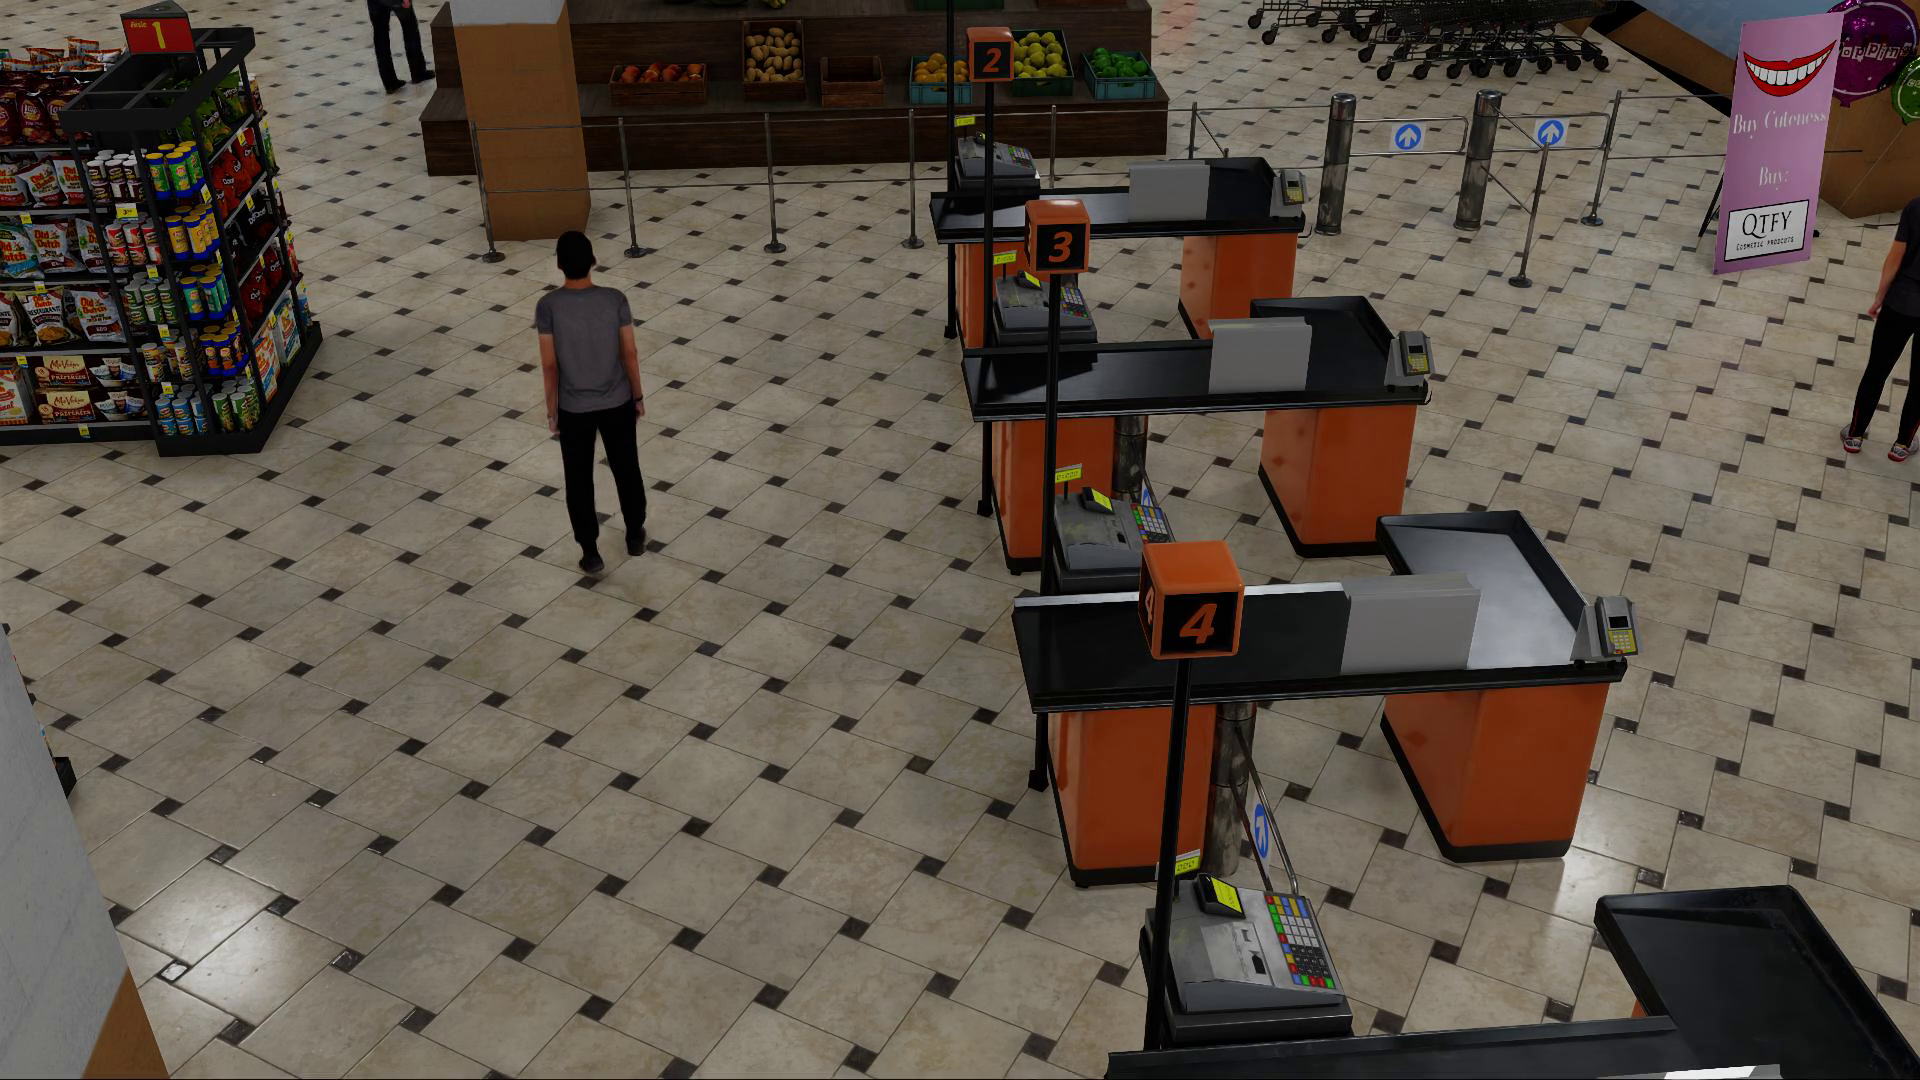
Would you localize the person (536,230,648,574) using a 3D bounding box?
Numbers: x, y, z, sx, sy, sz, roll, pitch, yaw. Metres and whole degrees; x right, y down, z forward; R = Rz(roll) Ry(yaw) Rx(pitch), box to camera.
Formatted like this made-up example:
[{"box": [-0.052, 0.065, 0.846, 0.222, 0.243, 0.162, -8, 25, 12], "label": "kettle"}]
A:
[{"box": [-1.768, -0.660, 8.046, 0.716, 1.771, 0.760, -9, 33, -14], "label": "person"}]

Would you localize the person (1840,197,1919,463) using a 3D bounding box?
[{"box": [5.214, -1.269, 9.030, 0.676, 1.764, 0.782, 17, 36, 25], "label": "person"}]

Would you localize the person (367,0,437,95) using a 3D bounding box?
[{"box": [-5.173, -4.883, 14.819, 0.930, 1.784, 0.948, 10, 33, 16], "label": "person"}]
